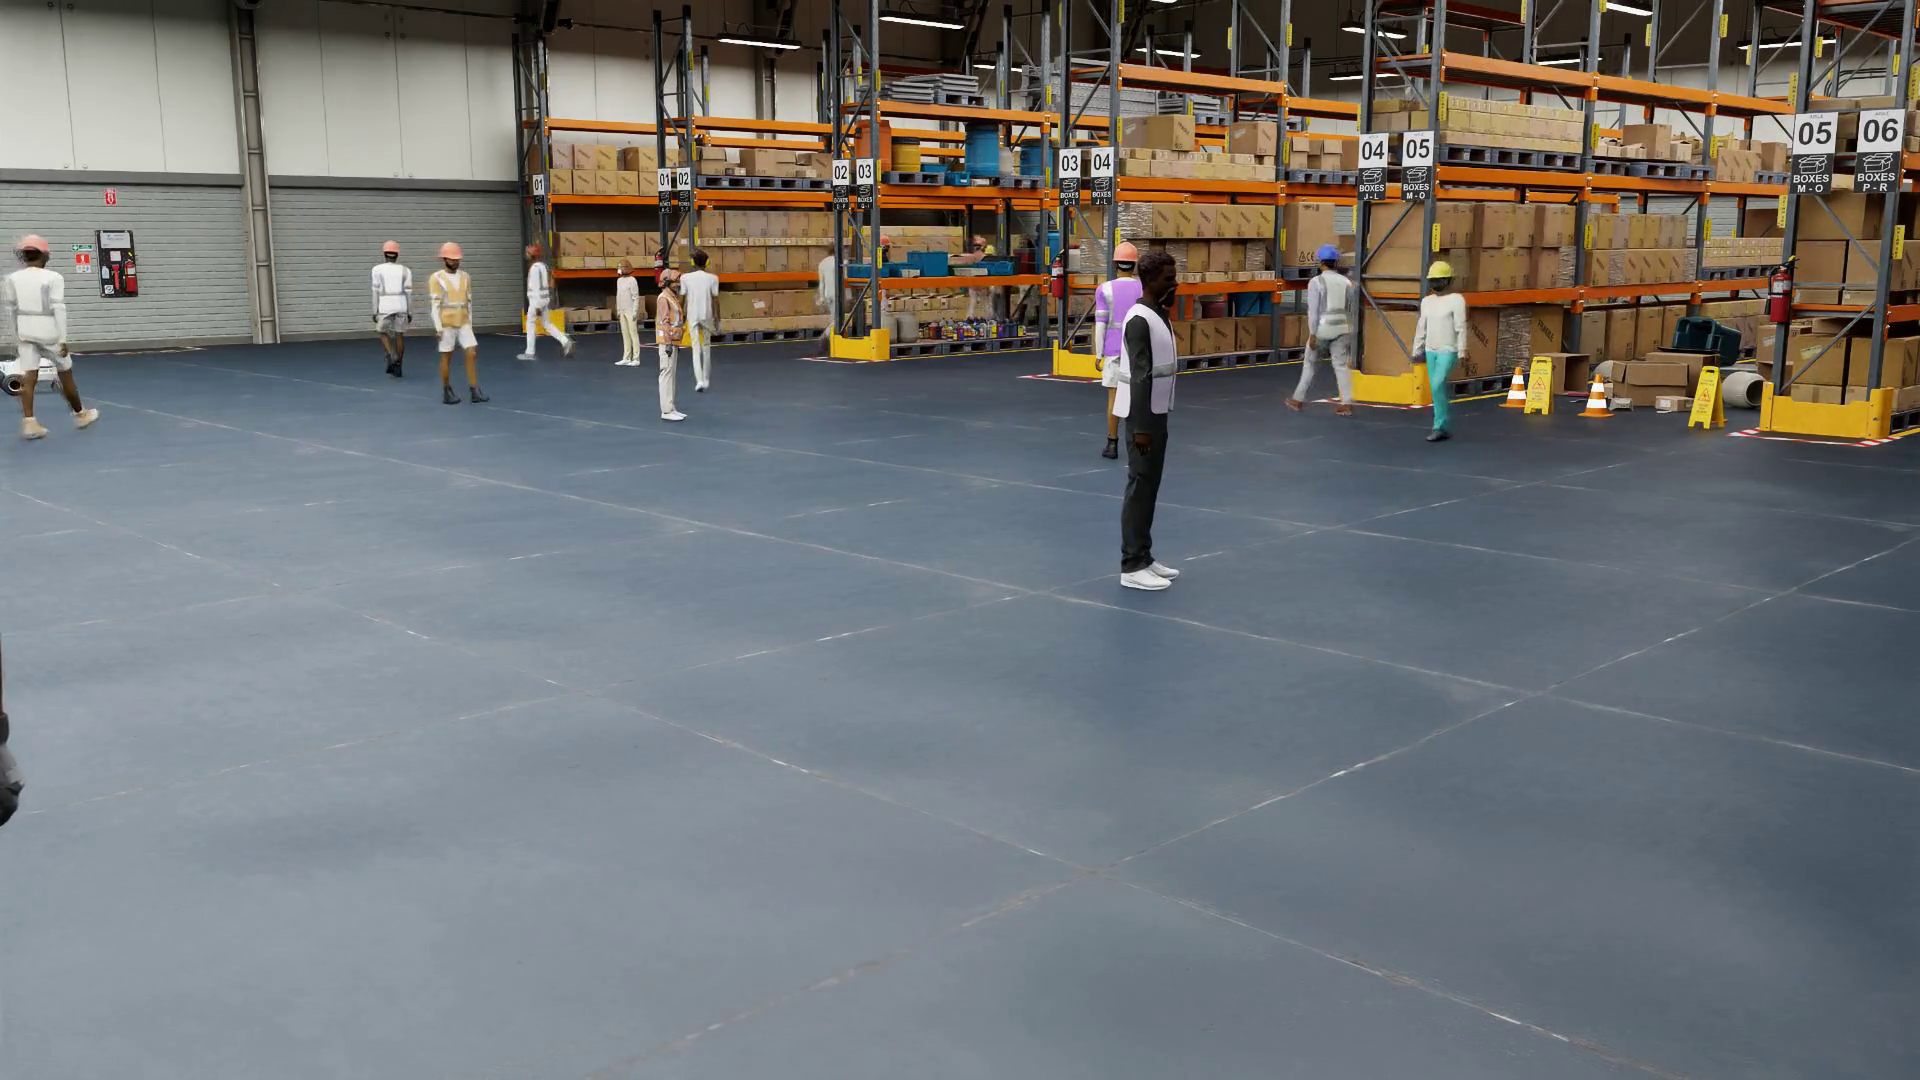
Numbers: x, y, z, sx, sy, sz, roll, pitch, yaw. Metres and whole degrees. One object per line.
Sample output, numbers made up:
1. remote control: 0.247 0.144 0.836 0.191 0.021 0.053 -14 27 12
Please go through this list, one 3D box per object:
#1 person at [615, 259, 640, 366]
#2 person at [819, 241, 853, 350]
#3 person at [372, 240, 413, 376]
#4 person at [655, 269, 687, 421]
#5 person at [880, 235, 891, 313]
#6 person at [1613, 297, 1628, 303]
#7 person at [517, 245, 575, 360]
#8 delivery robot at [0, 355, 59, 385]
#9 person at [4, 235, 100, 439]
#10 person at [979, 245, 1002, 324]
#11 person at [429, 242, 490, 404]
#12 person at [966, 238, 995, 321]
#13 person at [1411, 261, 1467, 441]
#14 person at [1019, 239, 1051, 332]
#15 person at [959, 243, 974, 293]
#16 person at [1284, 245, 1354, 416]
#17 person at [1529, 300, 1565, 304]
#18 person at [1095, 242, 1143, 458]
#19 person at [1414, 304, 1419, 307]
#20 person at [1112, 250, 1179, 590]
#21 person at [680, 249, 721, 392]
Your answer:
1. person: -5.131 -3.506 25.656 0.281 1.633 0.501 -10 14 -44
2. person: -2.178 -4.182 28.581 0.634 1.917 0.782 8 13 37
3. person: -8.097 -3.298 23.726 0.582 1.925 0.399 -6 12 -30
4. person: -3.160 -2.125 18.113 0.308 1.639 0.510 0 10 -2
5. person: -1.469 -4.766 31.538 0.380 1.996 0.608 -5 11 -24
6. person: 13.840 -5.381 35.188 0.998 1.881 0.548 4 11 23
7. person: -6.728 -3.837 26.879 0.864 1.857 0.585 1 10 5
8. delivery robot: -11.857 -2.185 21.258 0.707 0.478 0.477 -7 12 -34
9. person: -9.193 -2.052 16.763 0.633 1.986 1.017 0 10 3
10. person: 0.626 -5.139 34.086 0.722 1.817 0.608 -9 14 -41
11. person: -5.935 -2.550 19.687 0.848 1.902 0.583 9 14 42
12. person: 0.448 -5.081 33.399 0.629 1.937 1.011 7 13 35
13. person: 4.628 -1.830 16.197 0.588 1.742 0.545 -6 12 -31
14. person: 1.457 -5.007 33.061 0.629 1.911 0.978 7 13 35
15. person: 0.151 -5.838 37.815 0.392 1.837 0.563 -9 14 -40
16. person: 4.108 -2.359 18.706 0.628 1.892 0.975 -5 11 -24
17. person: 9.719 -3.933 27.598 0.677 1.774 0.973 8 13 37
18. person: 1.483 -1.719 15.079 0.547 1.938 0.377 -1 10 -3
19. person: 7.500 -3.839 26.668 0.589 1.927 0.386 -6 12 -29
20. person: 1.076 -0.695 9.552 0.378 1.917 0.598 3 11 16
21. person: -3.383 -2.862 21.643 0.516 1.832 0.953 -3 11 -14
